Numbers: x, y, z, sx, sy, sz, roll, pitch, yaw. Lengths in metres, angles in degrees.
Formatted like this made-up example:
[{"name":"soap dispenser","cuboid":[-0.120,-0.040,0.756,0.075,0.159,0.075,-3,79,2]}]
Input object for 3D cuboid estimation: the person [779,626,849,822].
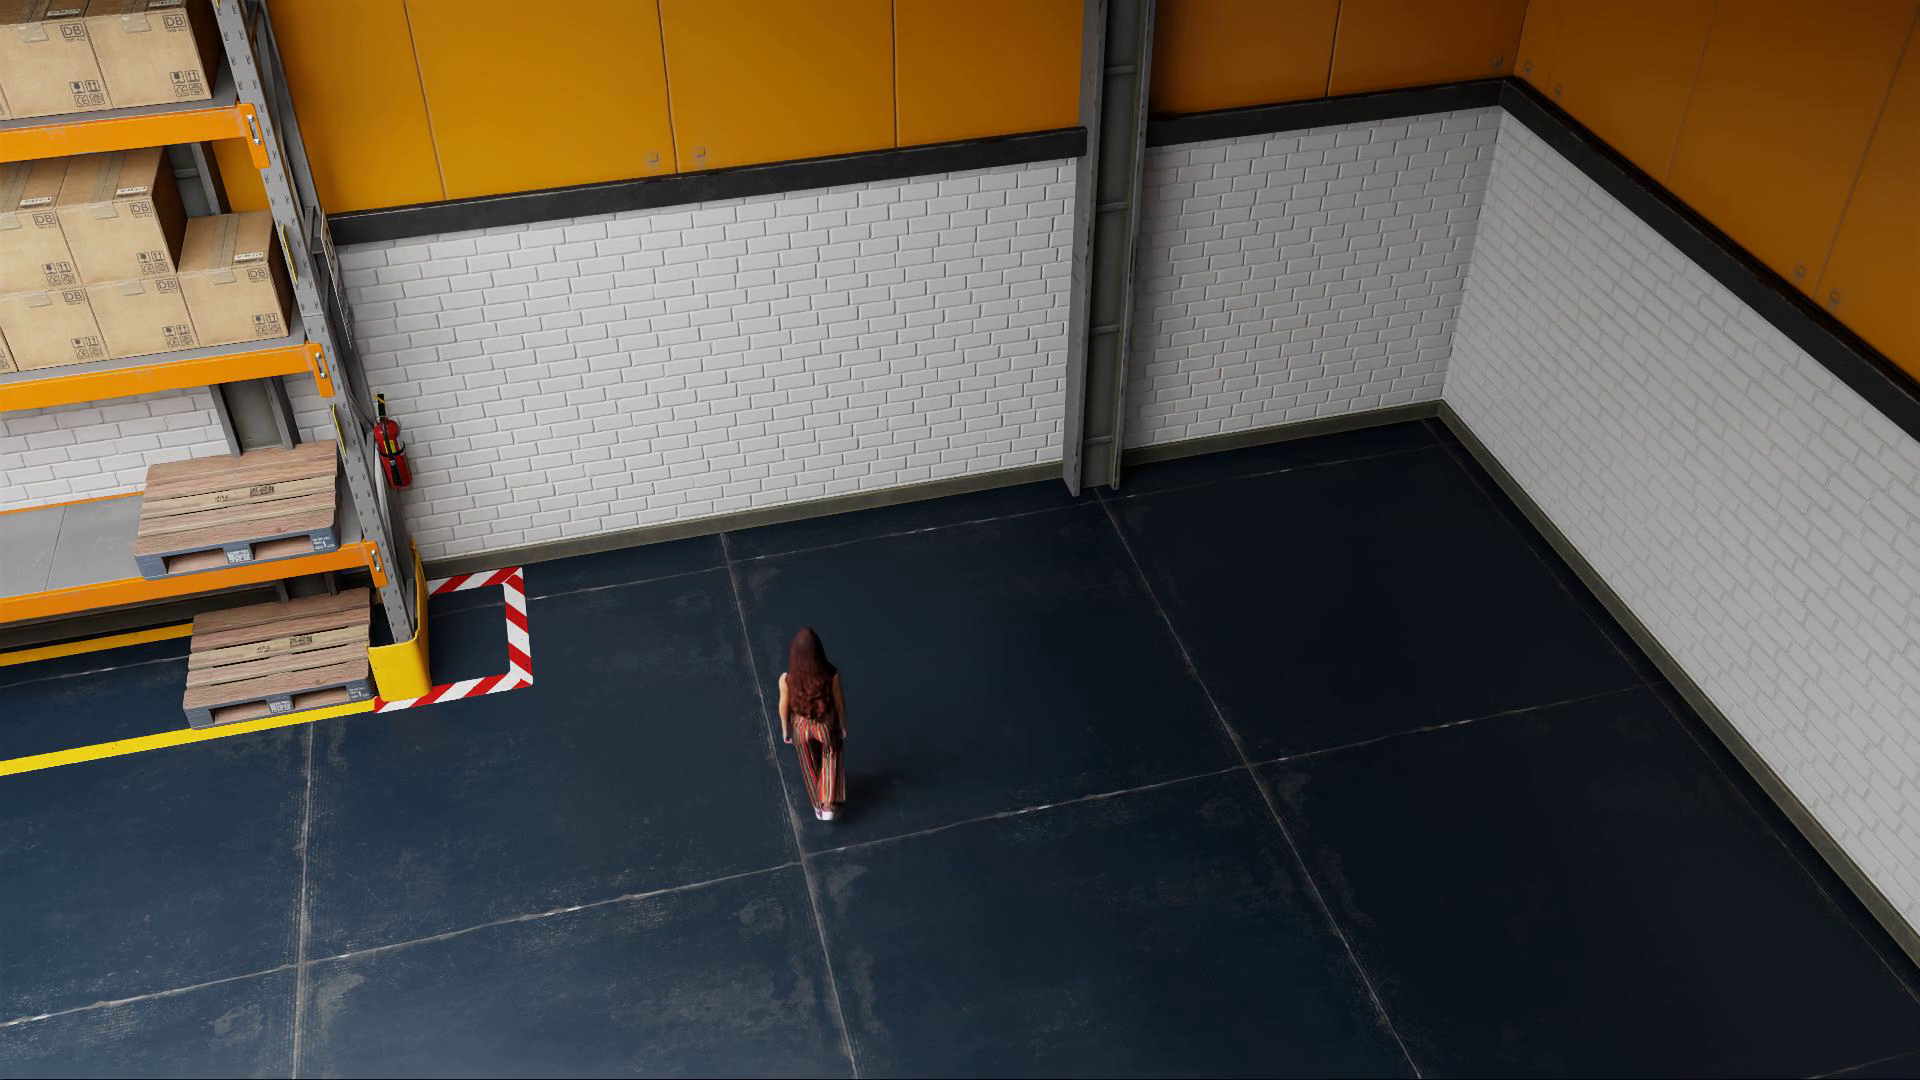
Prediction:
[{"name":"person","cuboid":[-0.876,1.185,10.145,0.636,1.559,0.663,-4,39,-5]}]
